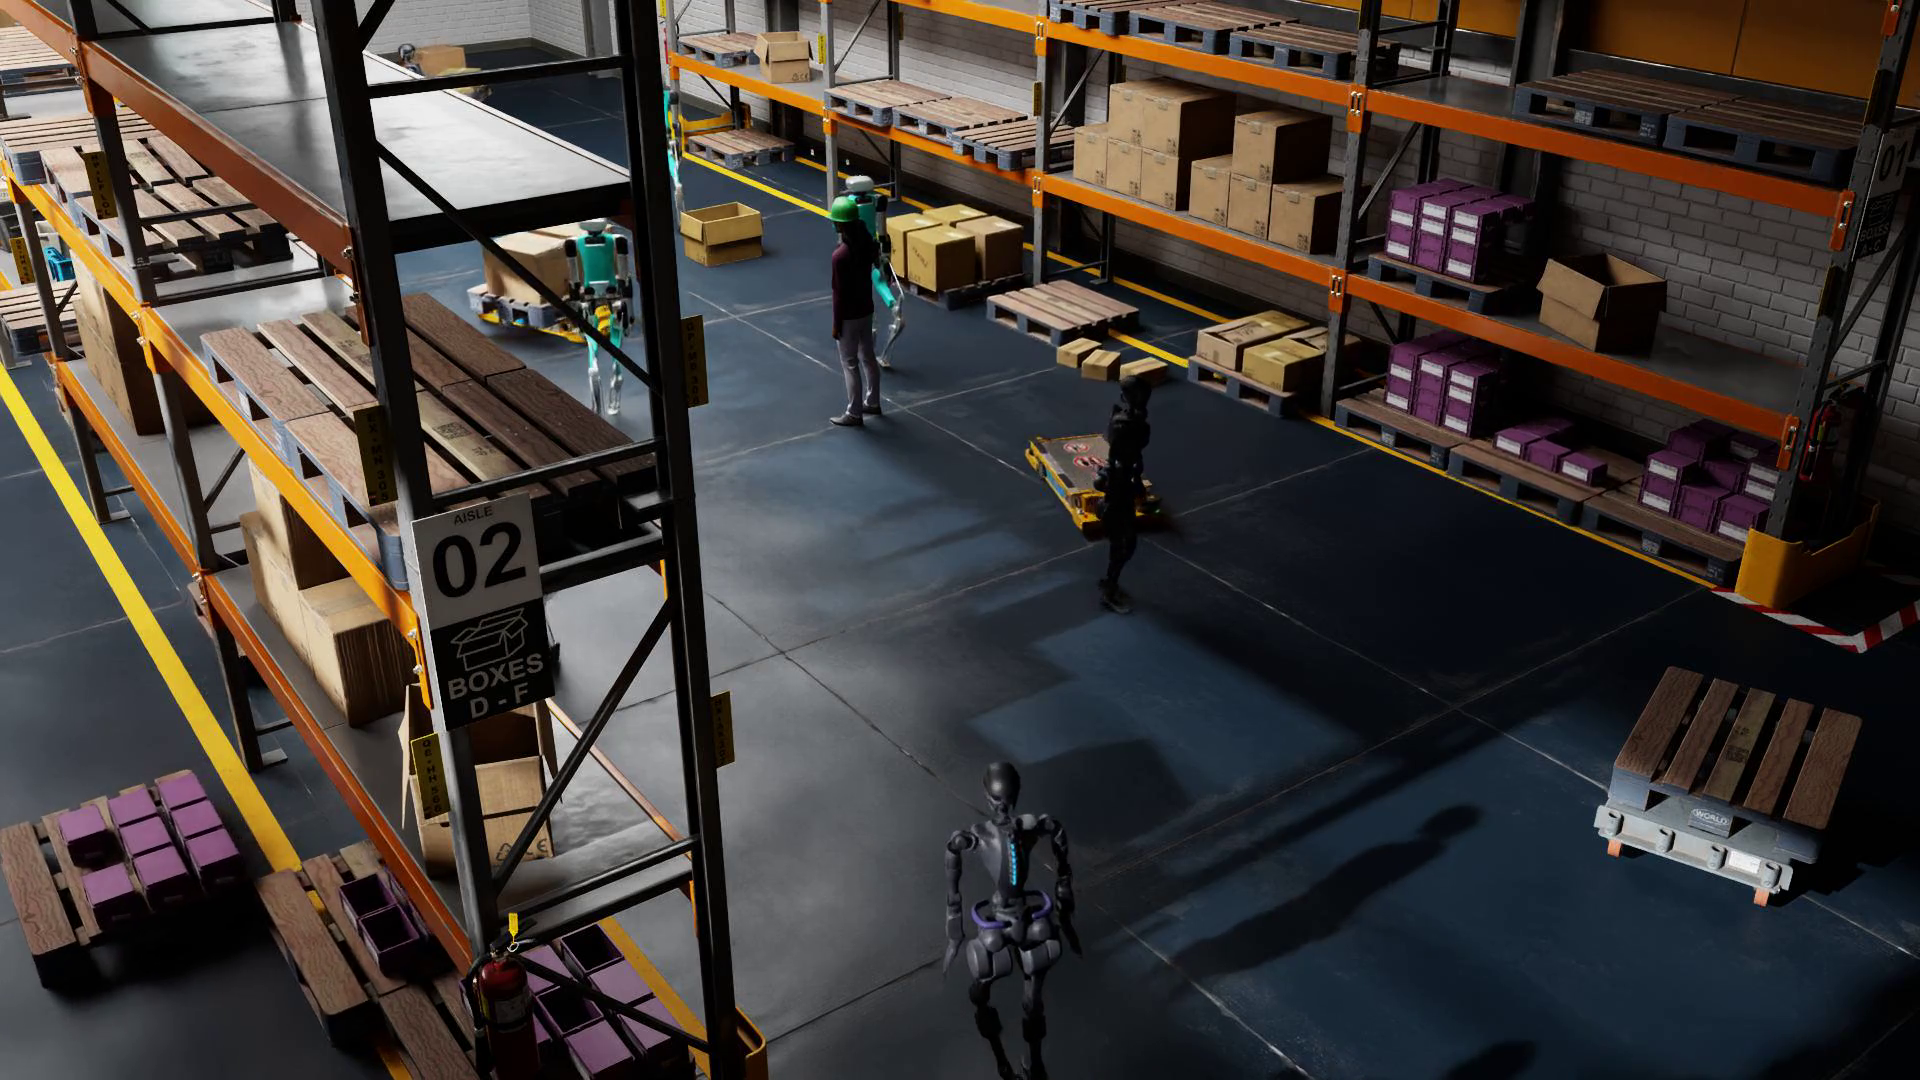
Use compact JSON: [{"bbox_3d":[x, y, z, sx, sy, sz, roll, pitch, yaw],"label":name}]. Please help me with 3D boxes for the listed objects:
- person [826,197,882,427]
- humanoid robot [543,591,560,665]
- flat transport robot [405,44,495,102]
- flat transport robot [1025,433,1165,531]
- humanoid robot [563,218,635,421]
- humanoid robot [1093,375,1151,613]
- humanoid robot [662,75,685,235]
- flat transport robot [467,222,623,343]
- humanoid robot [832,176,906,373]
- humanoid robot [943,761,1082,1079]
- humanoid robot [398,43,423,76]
[{"bbox_3d":[-0.899,-1.904,13.919,0.436,1.942,0.487,15,30,27],"label":"person"},{"bbox_3d":[-2.713,-0.069,10.522,0.543,1.787,0.920,-16,31,-29],"label":"humanoid robot"},{"bbox_3d":[-7.695,-6.477,24.871,0.659,0.231,1.431,1,27,2],"label":"flat transport robot"},{"bbox_3d":[1.028,-0.480,12.942,0.659,0.231,1.431,-7,28,-14],"label":"flat transport robot"},{"bbox_3d":[-2.987,-1.749,13.866,0.544,1.781,0.945,-4,27,-7],"label":"humanoid robot"},{"bbox_3d":[1.062,-0.323,11.068,0.348,1.656,0.615,12,29,23],"label":"humanoid robot"},{"bbox_3d":[-3.371,-4.384,19.092,0.537,1.771,0.954,-10,28,-19],"label":"humanoid robot"},{"bbox_3d":[-4.033,-2.241,16.446,1.431,0.231,0.659,15,31,28],"label":"flat transport robot"},{"bbox_3d":[-0.761,-2.294,15.069,0.531,1.891,0.794,-15,30,-27],"label":"humanoid robot"},{"bbox_3d":[0.231,1.678,7.086,0.616,1.629,0.377,-7,28,-14],"label":"humanoid robot"},{"bbox_3d":[-6.991,-5.560,21.481,0.412,1.649,0.607,-10,28,-19],"label":"humanoid robot"}]
